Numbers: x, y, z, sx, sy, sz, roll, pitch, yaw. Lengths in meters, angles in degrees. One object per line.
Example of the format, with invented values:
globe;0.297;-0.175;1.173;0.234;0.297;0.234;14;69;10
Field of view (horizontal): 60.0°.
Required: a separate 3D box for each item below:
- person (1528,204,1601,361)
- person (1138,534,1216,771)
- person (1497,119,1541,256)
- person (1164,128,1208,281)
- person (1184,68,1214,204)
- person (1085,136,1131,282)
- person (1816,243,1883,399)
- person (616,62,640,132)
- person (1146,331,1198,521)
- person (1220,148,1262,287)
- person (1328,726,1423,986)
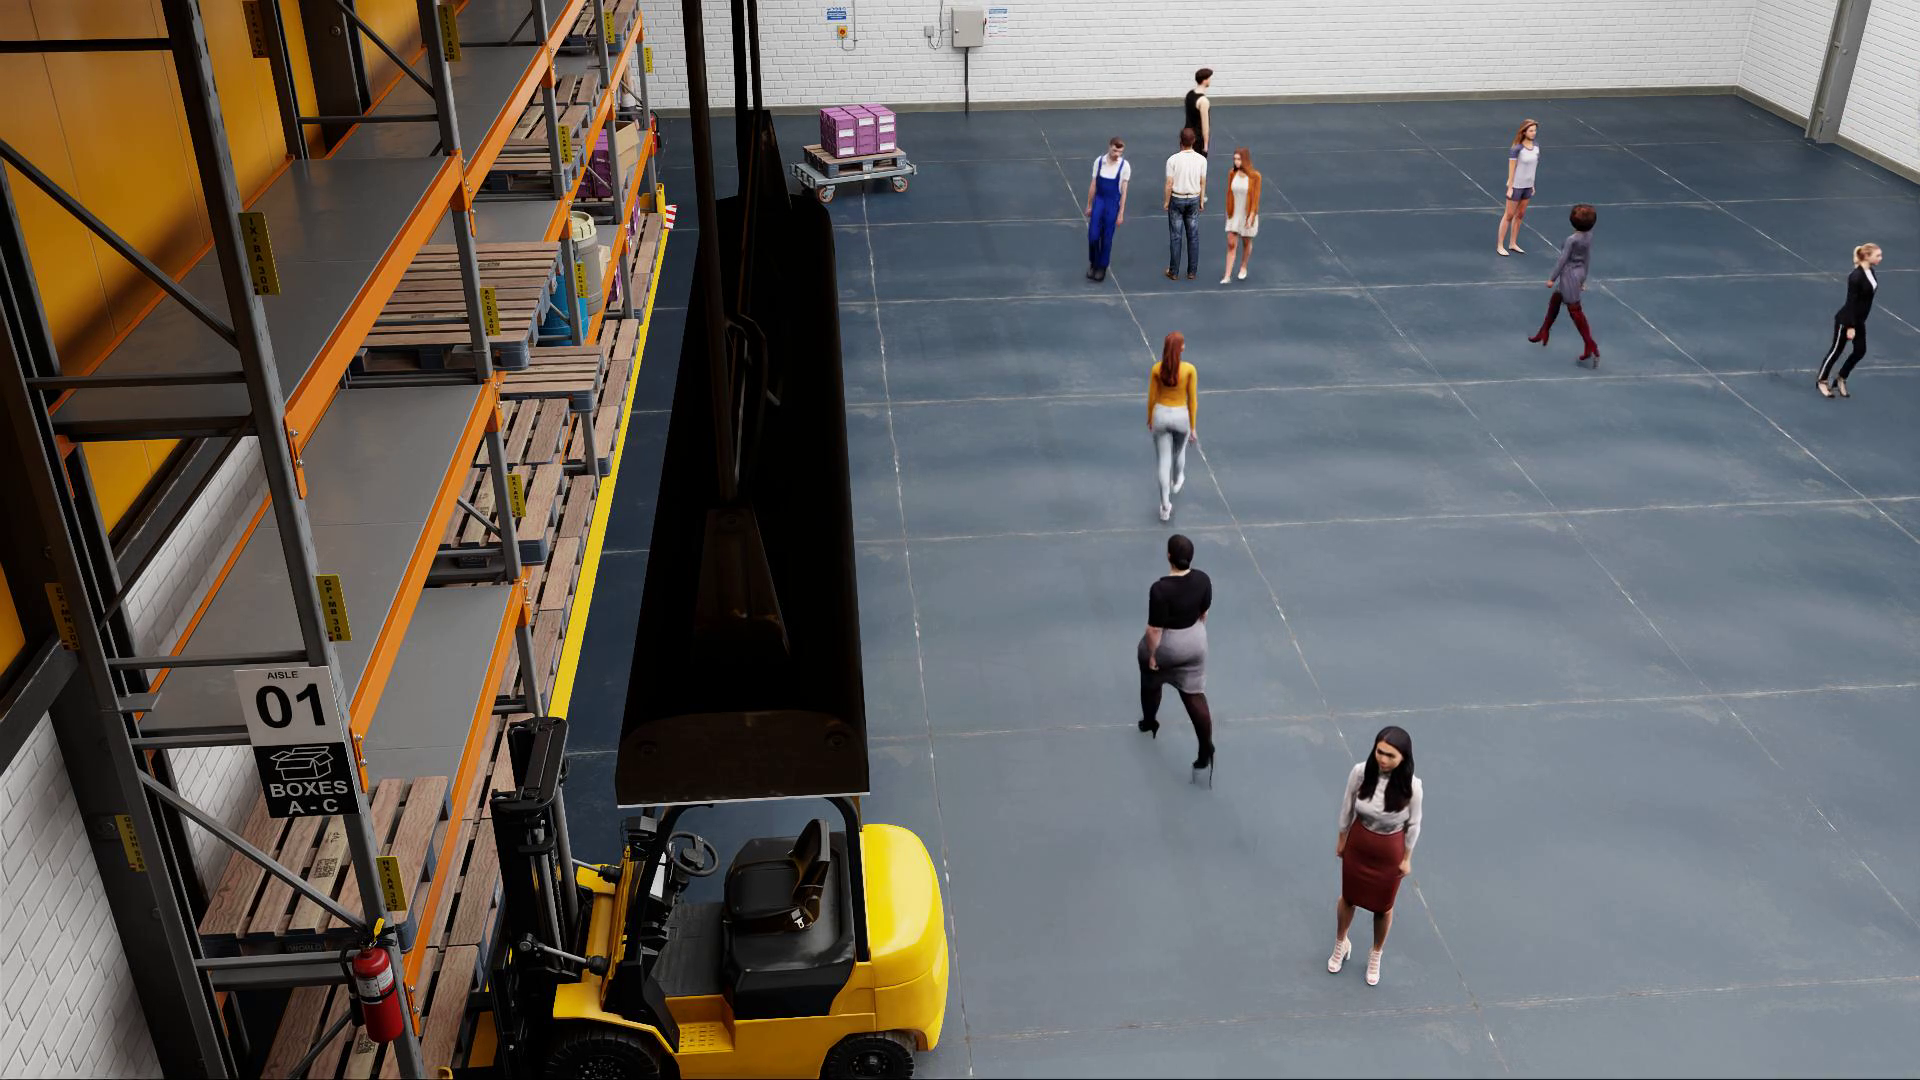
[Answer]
person;6.718;-2.754;18.081;1.022;1.665;1.162;-24;37;-37
person;1.545;0.812;11.481;0.898;1.726;1.189;-11;31;-19
person;7.141;-4.519;21.246;0.666;1.733;0.661;-13;31;-23
person;2.752;-4.124;20.396;0.648;1.854;0.545;-3;29;-6
person;3.193;-5.566;23.014;0.895;1.878;0.827;-12;31;-21
person;1.836;-4.076;20.346;0.809;1.818;0.800;11;31;20
person;9.089;-2.261;17.155;0.746;1.687;0.781;-22;35;-34
person;-5.188;-6.838;25.978;0.581;1.274;0.617;-15;32;-25
person;1.865;-0.984;14.777;0.806;1.723;1.074;5;29;10
person;3.483;-3.969;20.299;0.927;1.674;1.112;13;31;22
person;2.394;1.819;9.609;0.673;1.751;0.687;14;32;24
